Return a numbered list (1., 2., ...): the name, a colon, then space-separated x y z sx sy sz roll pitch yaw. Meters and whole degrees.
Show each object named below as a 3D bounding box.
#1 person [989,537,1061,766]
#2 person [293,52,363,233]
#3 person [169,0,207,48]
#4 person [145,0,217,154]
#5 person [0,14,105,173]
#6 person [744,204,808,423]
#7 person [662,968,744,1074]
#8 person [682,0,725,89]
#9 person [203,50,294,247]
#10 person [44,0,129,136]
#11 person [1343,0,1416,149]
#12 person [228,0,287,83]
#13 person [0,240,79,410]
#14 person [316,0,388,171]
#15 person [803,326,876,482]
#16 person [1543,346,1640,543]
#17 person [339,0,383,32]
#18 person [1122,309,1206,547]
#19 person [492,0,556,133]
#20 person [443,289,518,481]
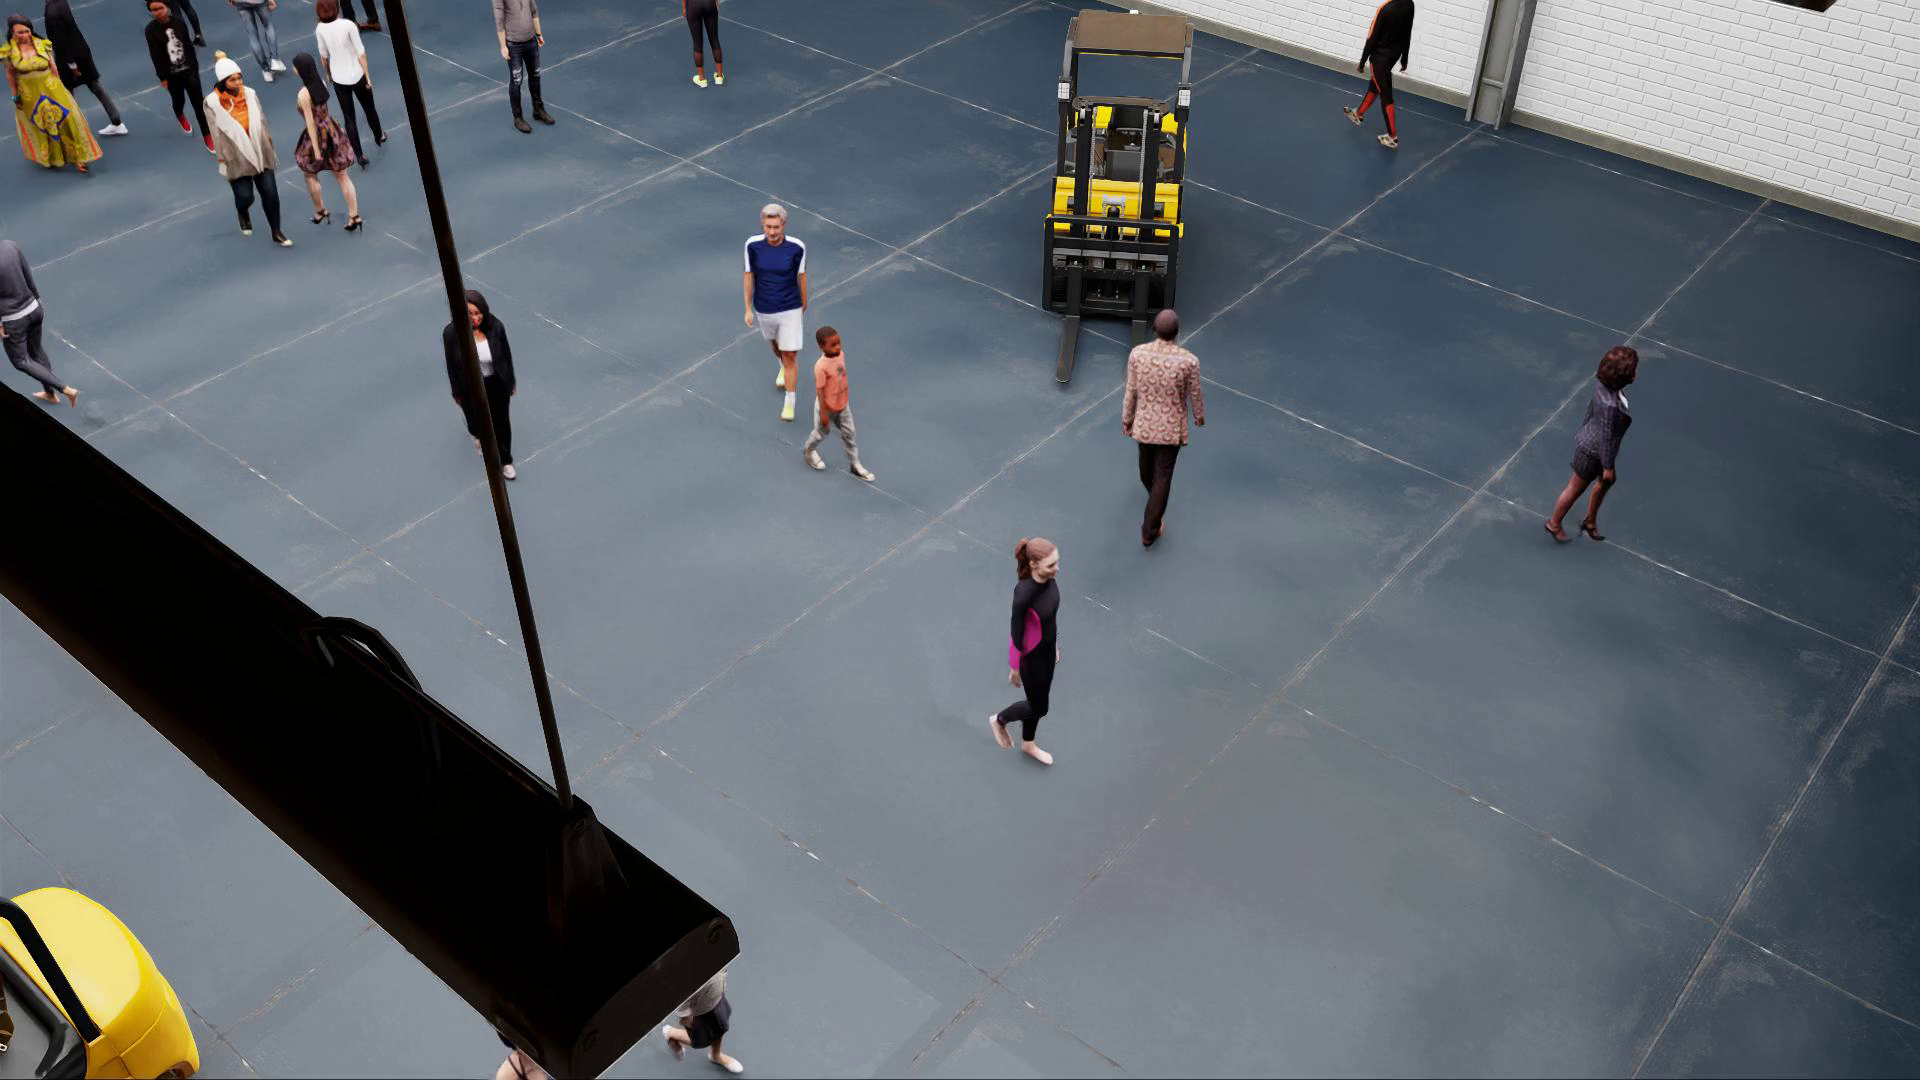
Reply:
1. person: 0.391 0.659 10.227 0.717 1.737 0.614 21 43 24
2. person: -5.916 -3.719 15.700 0.932 1.748 0.816 10 40 12
3. person: -9.135 -6.500 19.263 0.610 1.648 0.637 16 41 19
4. person: -8.112 -4.859 17.211 0.746 1.645 1.119 -25 45 -28
5. person: -9.310 -4.532 16.818 0.918 1.625 1.046 -24 44 -27
6. person: -1.466 -1.922 13.423 1.195 1.782 1.132 4 39 4
7. person: -1.377 2.307 8.541 0.675 1.265 0.549 22 44 26
8. person: -2.868 -5.907 18.435 0.636 1.753 0.652 -13 40 -16
9. person: -6.692 -3.632 15.483 0.855 1.882 0.732 31 48 33
10. person: -9.133 -5.022 17.344 1.109 1.733 1.041 -2 39 -3
11. person: 4.457 -4.930 17.210 0.934 1.758 1.258 -20 43 -23
12. person: -7.908 -5.985 18.466 0.791 1.838 0.818 -12 40 -14
13. person: -7.453 -1.786 13.279 0.985 1.749 0.783 15 41 18
14. person: -6.183 -4.587 16.781 0.991 1.757 1.046 -2 39 -3
15. person: -1.035 -1.066 12.748 0.864 1.286 0.494 29 47 31
16. person: 4.452 -0.647 11.908 0.808 1.681 0.758 11 40 14
17. person: -7.152 -6.936 19.647 0.955 1.850 0.902 1 39 1
18. person: 1.428 -0.771 11.999 1.183 1.760 0.981 16 41 19
19. person: -4.655 -5.282 17.536 0.535 1.900 0.662 28 46 30
20. person: -3.652 -1.222 12.687 0.820 1.606 0.904 -16 41 -19
